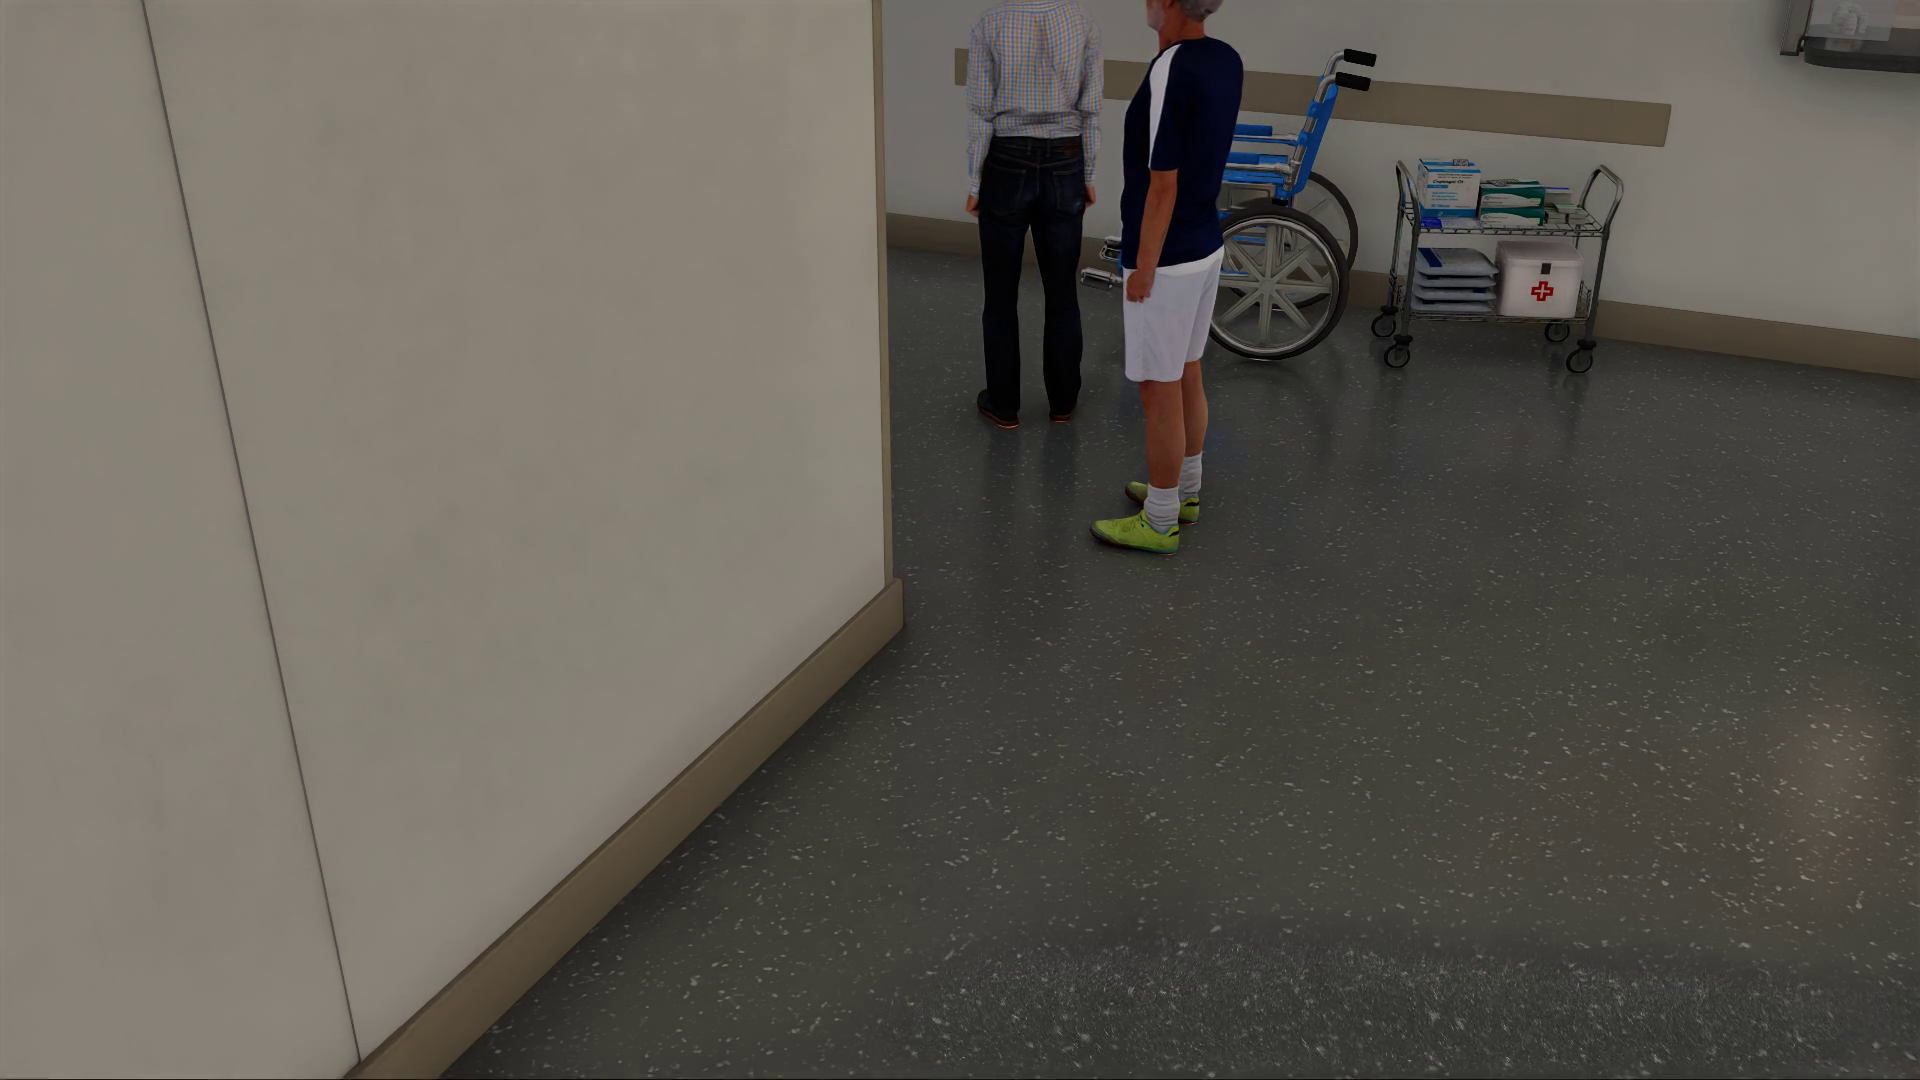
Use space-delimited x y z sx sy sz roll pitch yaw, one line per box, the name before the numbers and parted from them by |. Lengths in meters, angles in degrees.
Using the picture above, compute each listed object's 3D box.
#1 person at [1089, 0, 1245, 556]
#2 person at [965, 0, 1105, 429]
person | 0.636 -0.862 4.975 0.683 1.839 0.480 12 28 23
person | 0.255 -1.298 5.900 0.739 1.820 0.759 -4 26 -9
